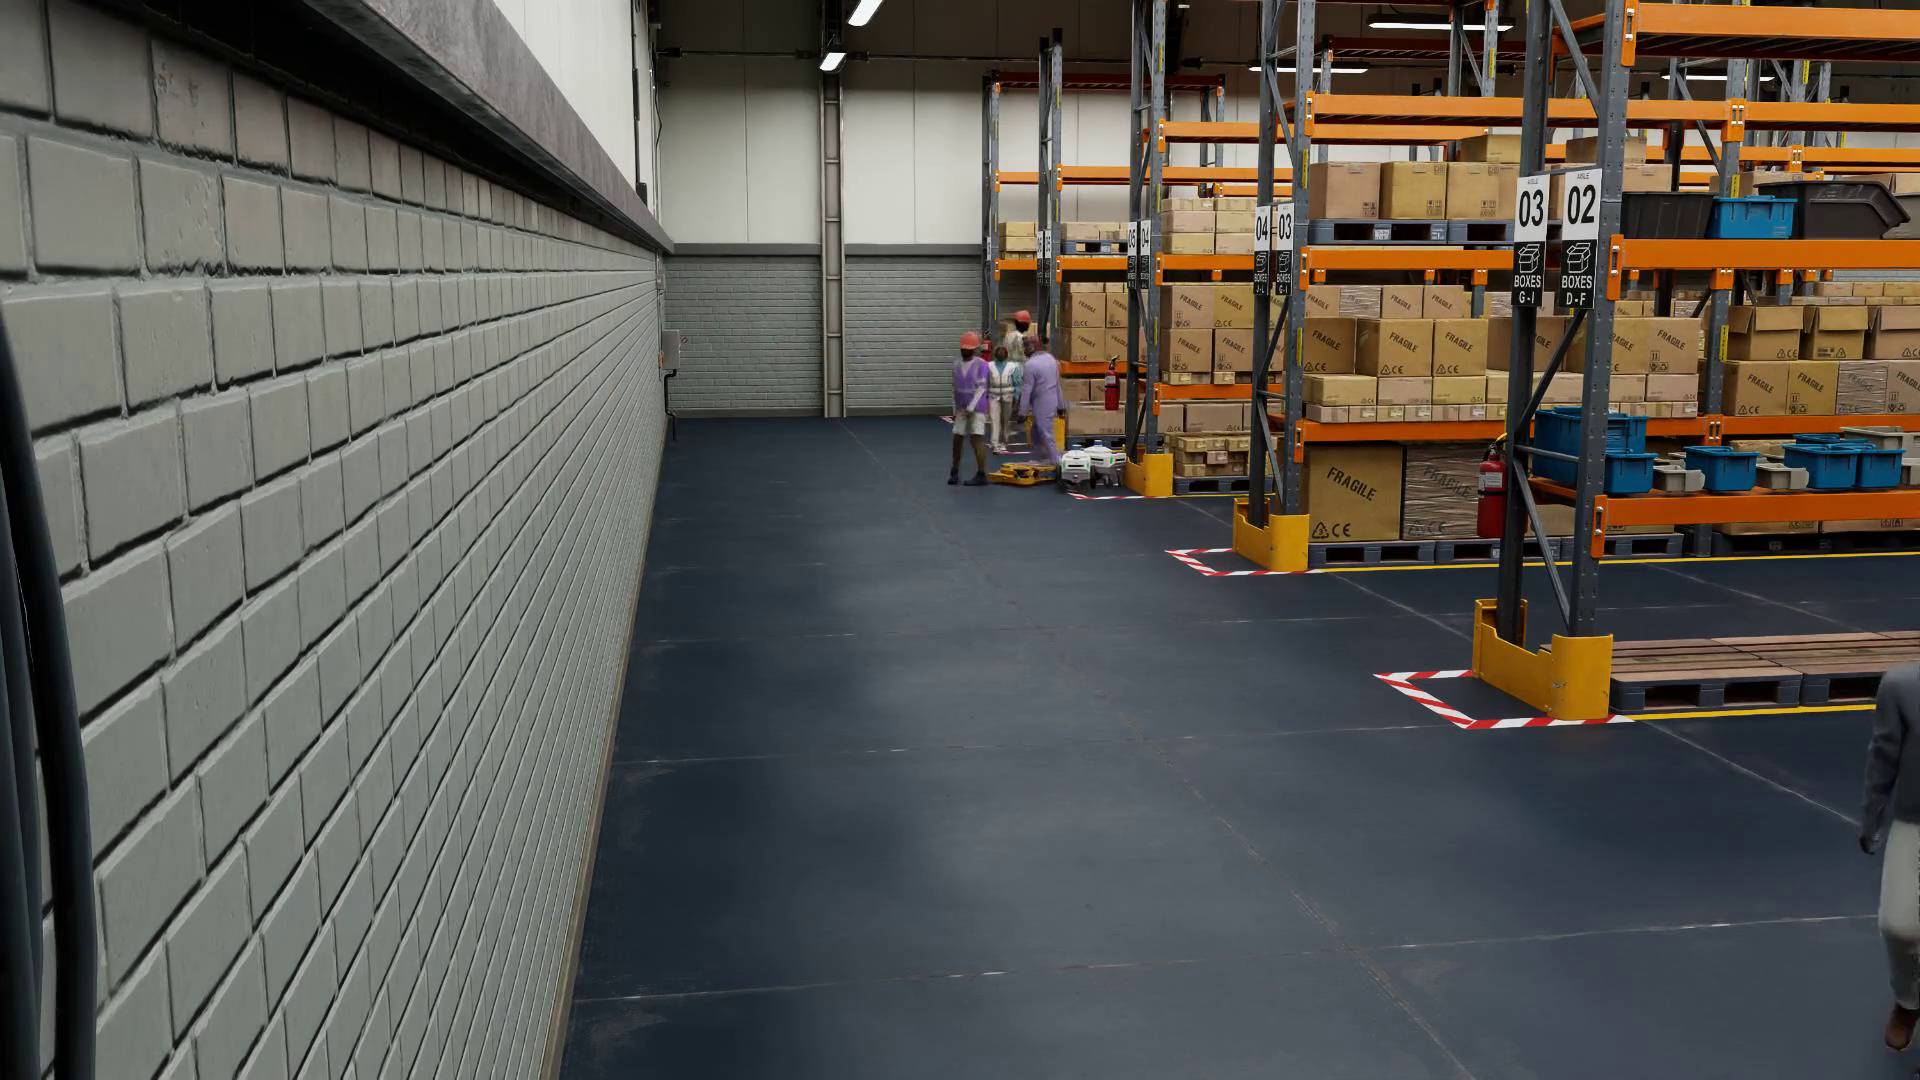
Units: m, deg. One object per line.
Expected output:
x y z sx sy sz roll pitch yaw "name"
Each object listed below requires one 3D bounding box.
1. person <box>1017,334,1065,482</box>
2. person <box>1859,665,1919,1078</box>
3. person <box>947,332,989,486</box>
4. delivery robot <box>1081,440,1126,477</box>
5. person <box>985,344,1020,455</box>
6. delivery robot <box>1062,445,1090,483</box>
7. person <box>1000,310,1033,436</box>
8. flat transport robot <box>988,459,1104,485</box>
0.980 -1.650 20.918 0.842 1.854 0.662 4 10 25 "person"
3.221 0.971 5.419 0.523 1.617 0.340 6 11 34 "person"
0.082 -1.606 20.485 0.549 1.906 0.461 6 11 33 "person"
1.702 -0.986 20.513 0.707 0.478 0.477 8 13 43 "delivery robot"
0.602 -2.049 24.178 0.529 1.583 0.882 0 9 1 "person"
1.396 -0.902 19.991 0.477 0.478 0.707 1 9 4 "delivery robot"
1.013 -2.654 26.595 0.862 2.007 0.617 -2 9 -13 "person"
1.109 -0.878 21.003 1.431 0.197 0.652 -7 11 -37 "flat transport robot"
